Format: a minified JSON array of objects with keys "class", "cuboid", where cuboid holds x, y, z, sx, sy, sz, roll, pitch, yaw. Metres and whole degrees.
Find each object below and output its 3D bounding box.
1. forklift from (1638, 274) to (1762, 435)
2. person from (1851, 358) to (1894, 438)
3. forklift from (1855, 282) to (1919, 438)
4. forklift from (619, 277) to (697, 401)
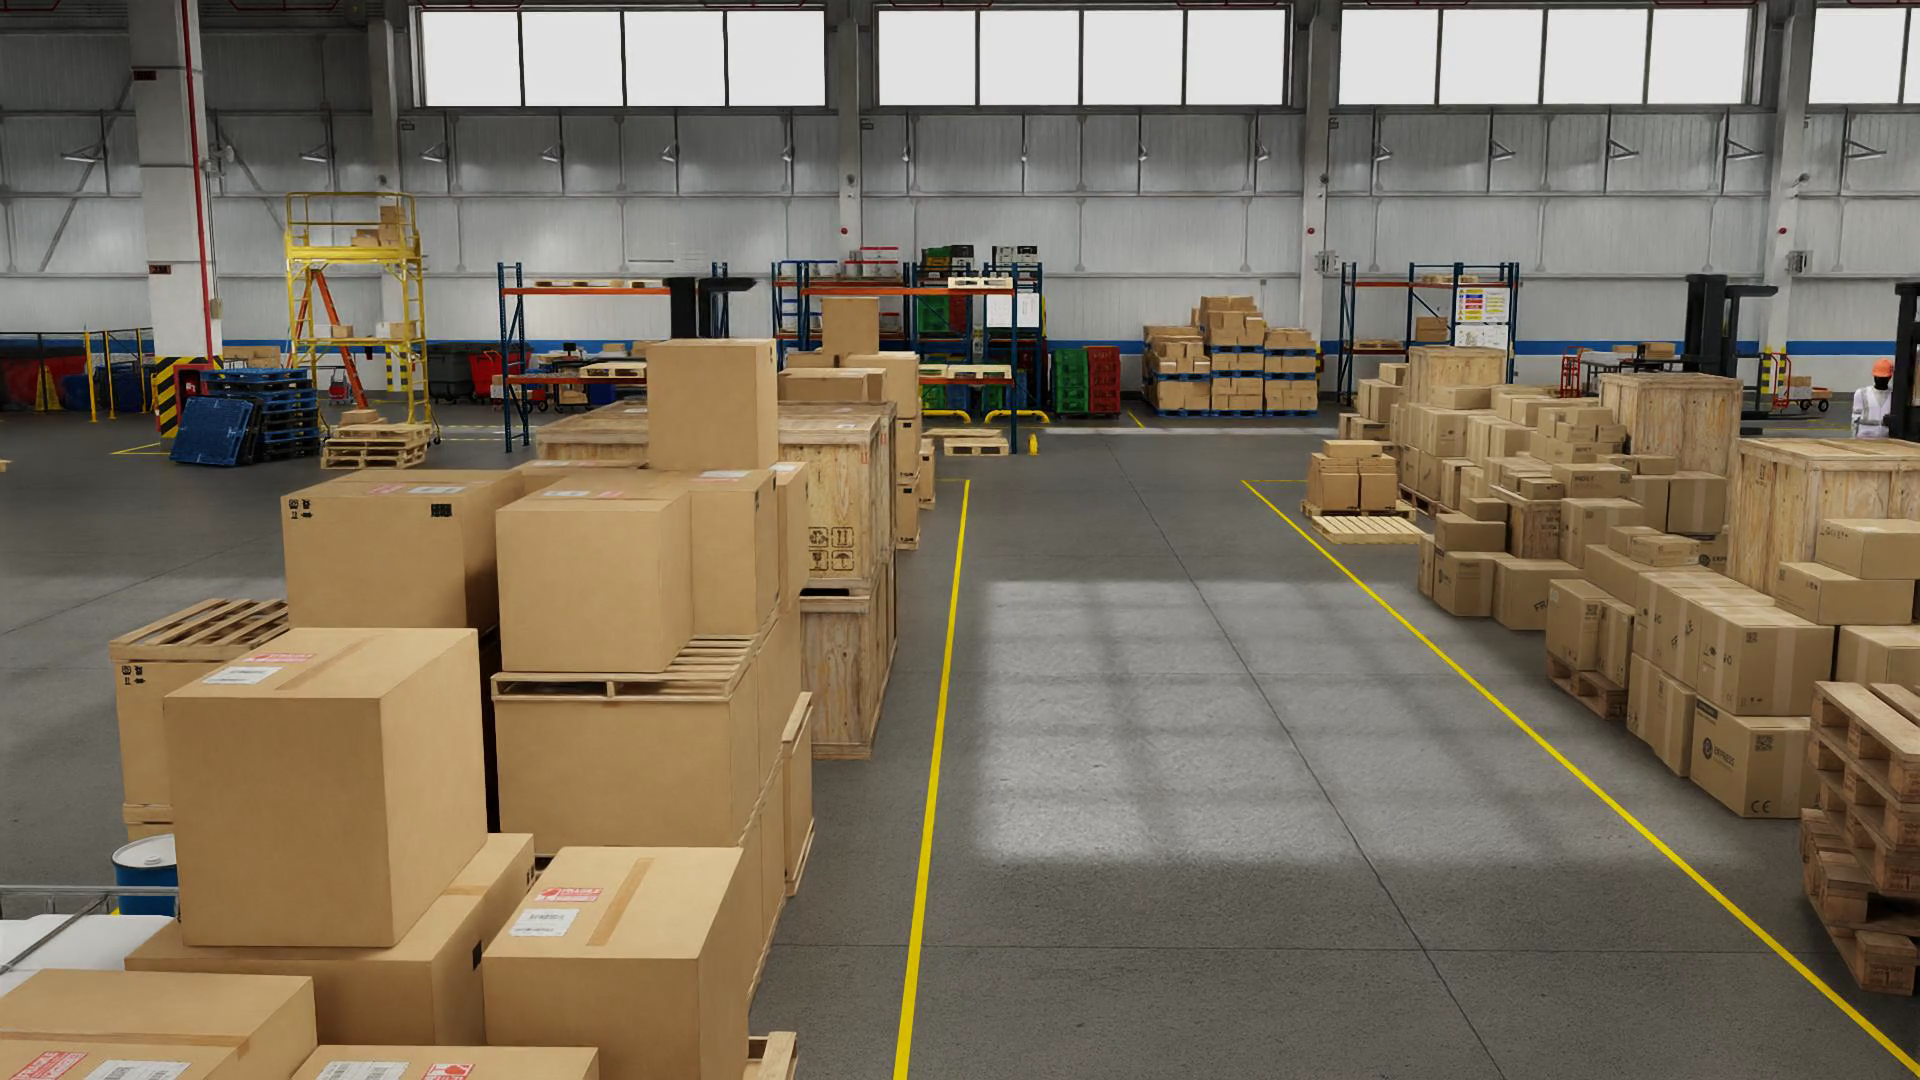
[{"class":"forklift","cuboid":[13.018,-3.274,29.249,1.873,2.768,1.129,0,9,1]},{"class":"person","cuboid":[10.640,-1.142,19.317,0.542,1.930,0.374,3,10,17]},{"class":"forklift","cuboid":[10.306,-1.325,17.573,1.129,2.768,1.873,0,9,0]},{"class":"forklift","cuboid":[-3.969,-2.377,23.876,1.873,2.768,1.129,-1,10,-5]}]
